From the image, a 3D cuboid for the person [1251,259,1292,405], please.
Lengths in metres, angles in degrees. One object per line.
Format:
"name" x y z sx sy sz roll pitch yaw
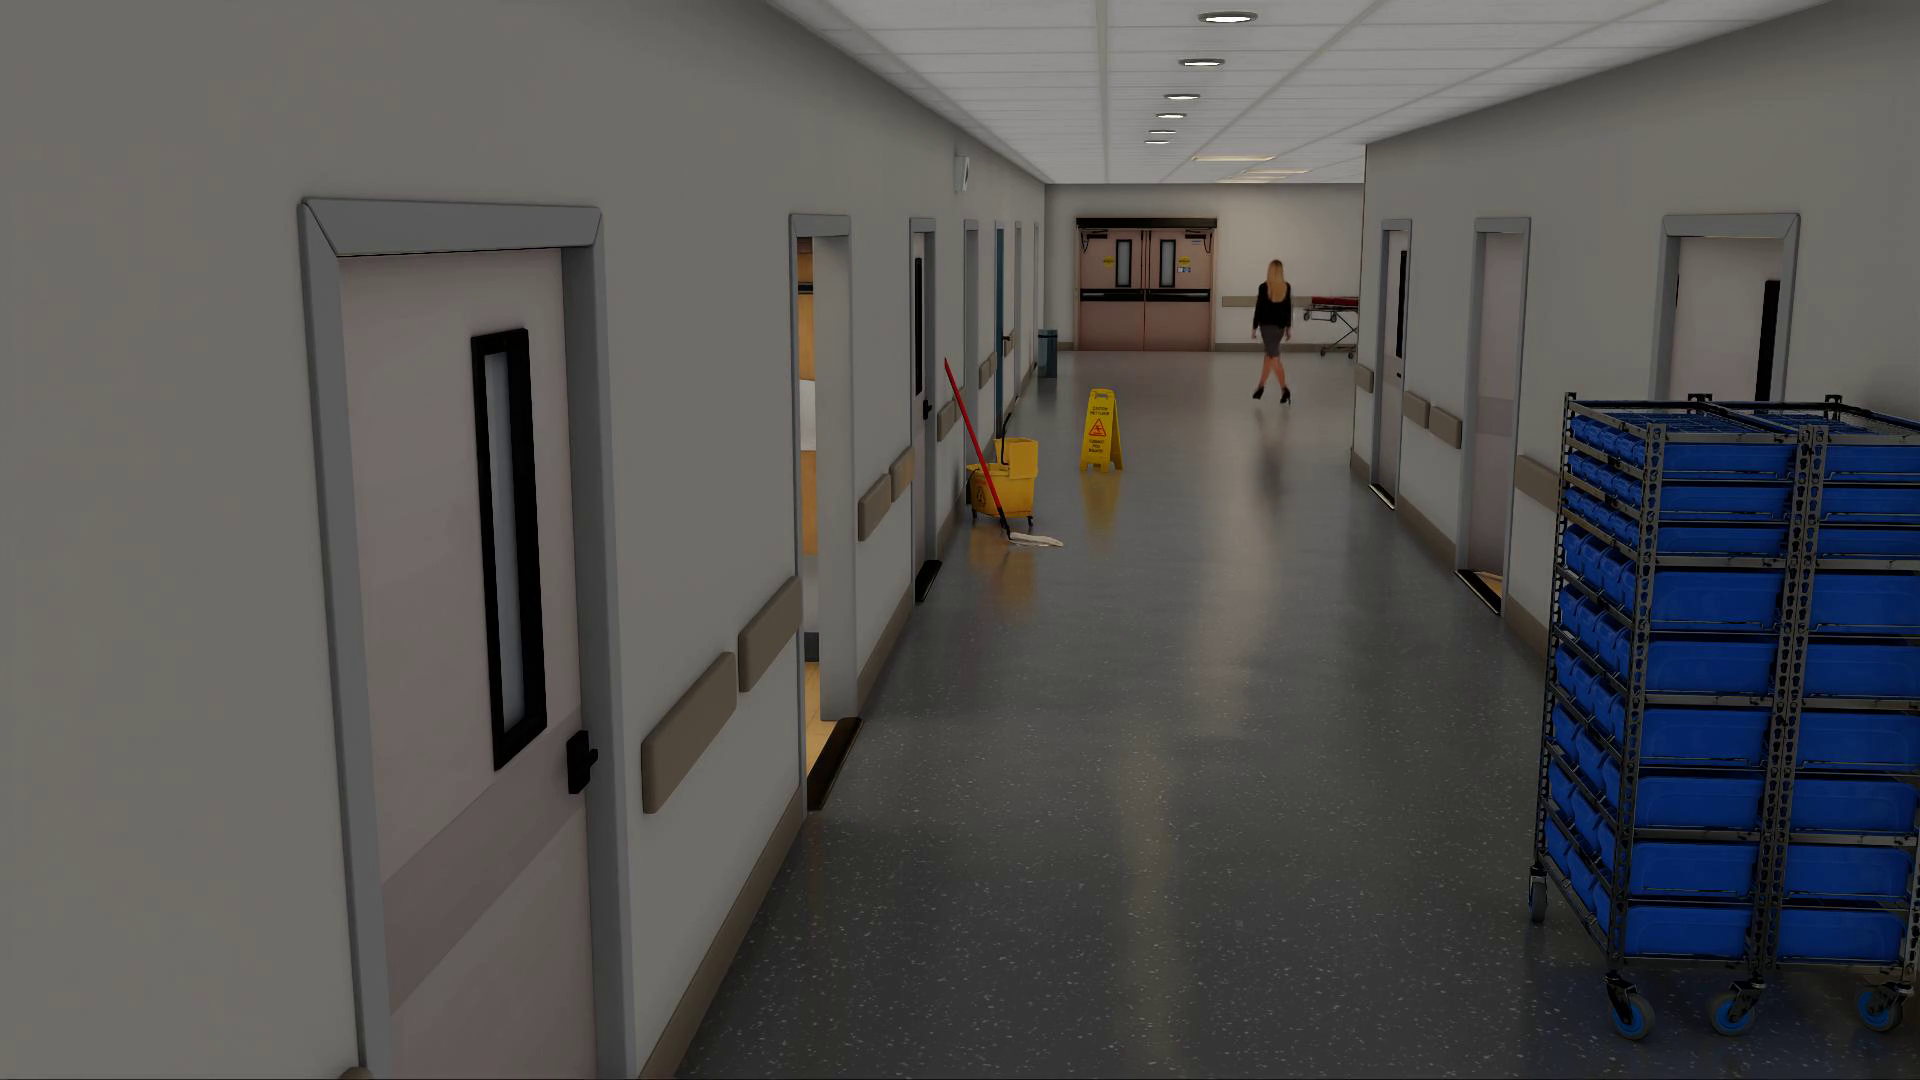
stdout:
"person" 3.944 -2.544 20.755 0.962 1.791 1.222 -4 11 -20
